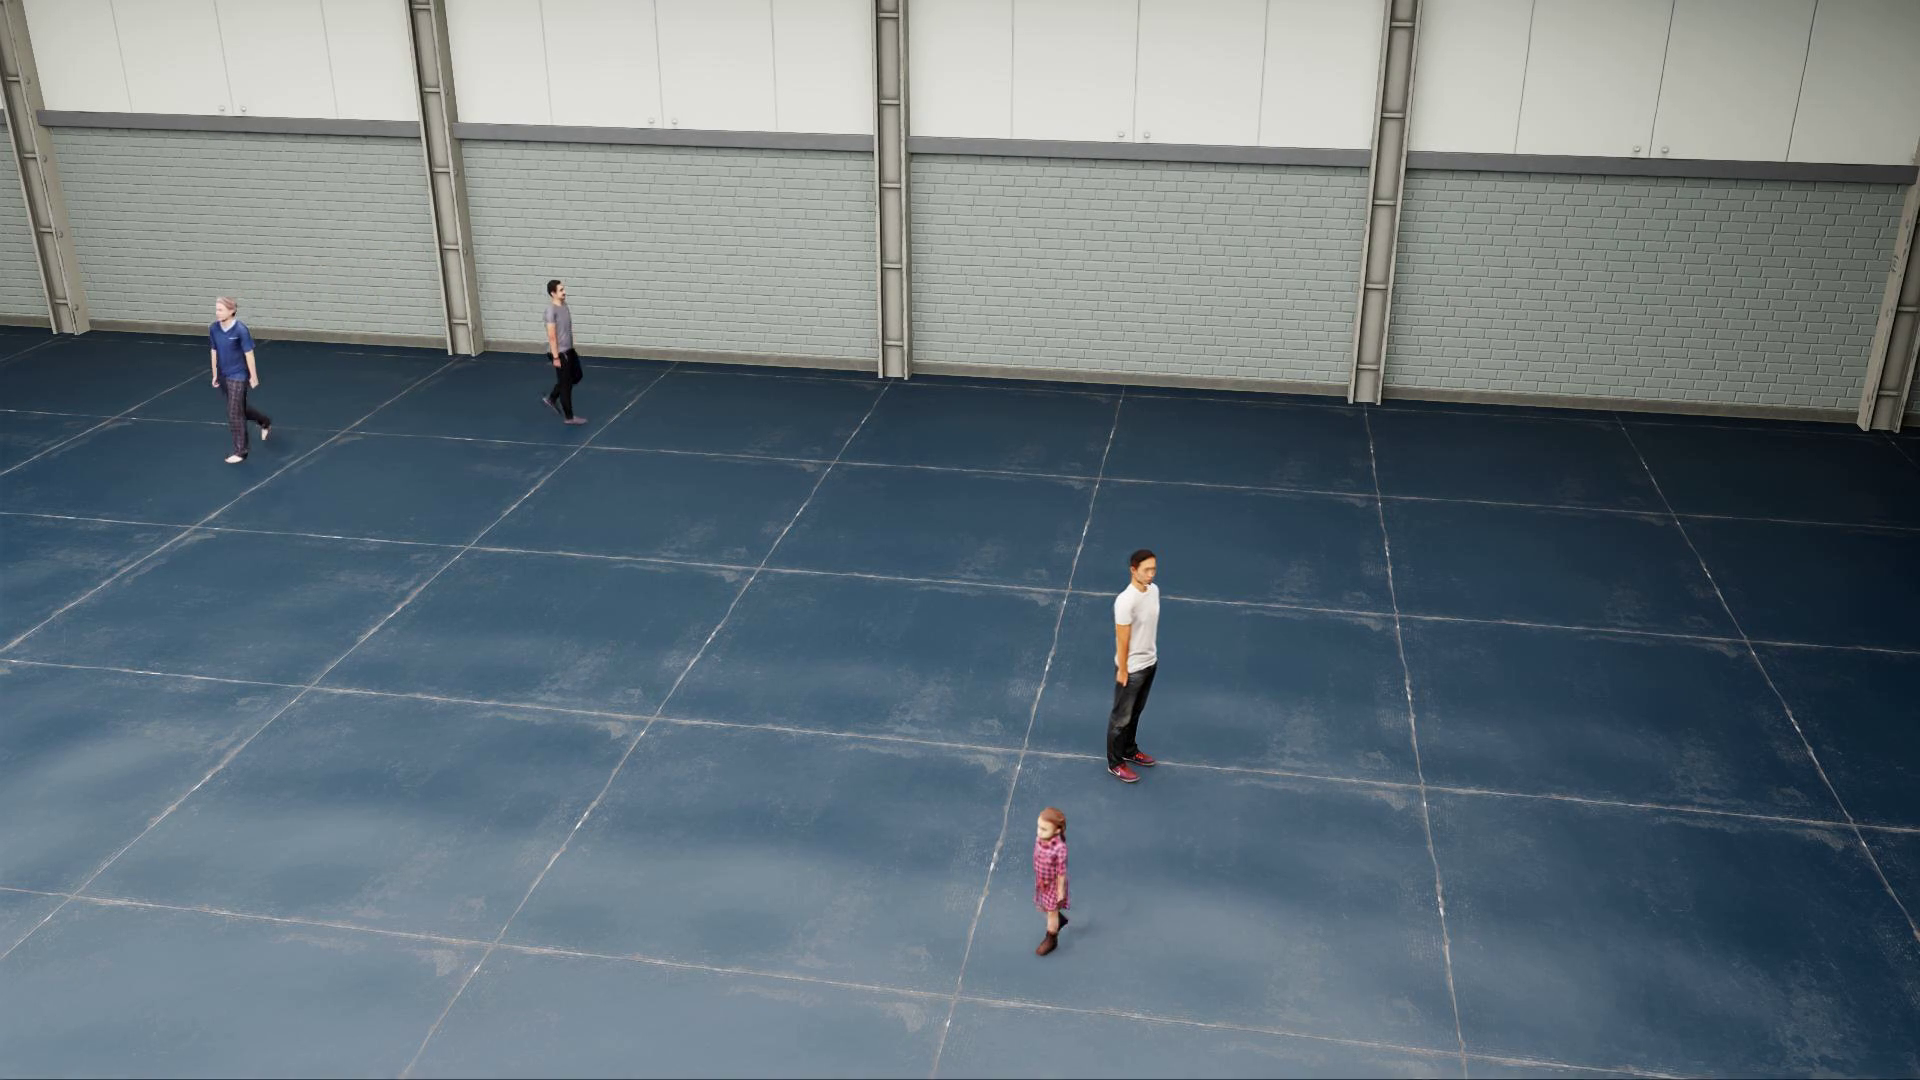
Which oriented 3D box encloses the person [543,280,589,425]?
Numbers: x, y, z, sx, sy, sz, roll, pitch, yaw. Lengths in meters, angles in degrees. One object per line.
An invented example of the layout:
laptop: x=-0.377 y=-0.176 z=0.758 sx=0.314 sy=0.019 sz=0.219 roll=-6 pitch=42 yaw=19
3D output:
person: x=-4.793 y=-2.237 z=19.738 sx=0.804 sy=1.746 sz=0.640 roll=3 pitch=23 yaw=6

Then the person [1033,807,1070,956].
person: x=0.608 y=2.117 z=10.430 sx=0.603 sy=1.018 sz=0.549 roll=-20 pitch=30 yaw=-39

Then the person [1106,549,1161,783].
person: x=1.284 y=0.894 z=12.305 sx=0.687 sy=1.800 sz=0.708 roll=15 pitch=27 yaw=32

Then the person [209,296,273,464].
person: x=-8.084 y=-1.841 z=18.680 sx=1.084 sy=1.845 sz=0.864 roll=8 pitch=24 yaw=19
